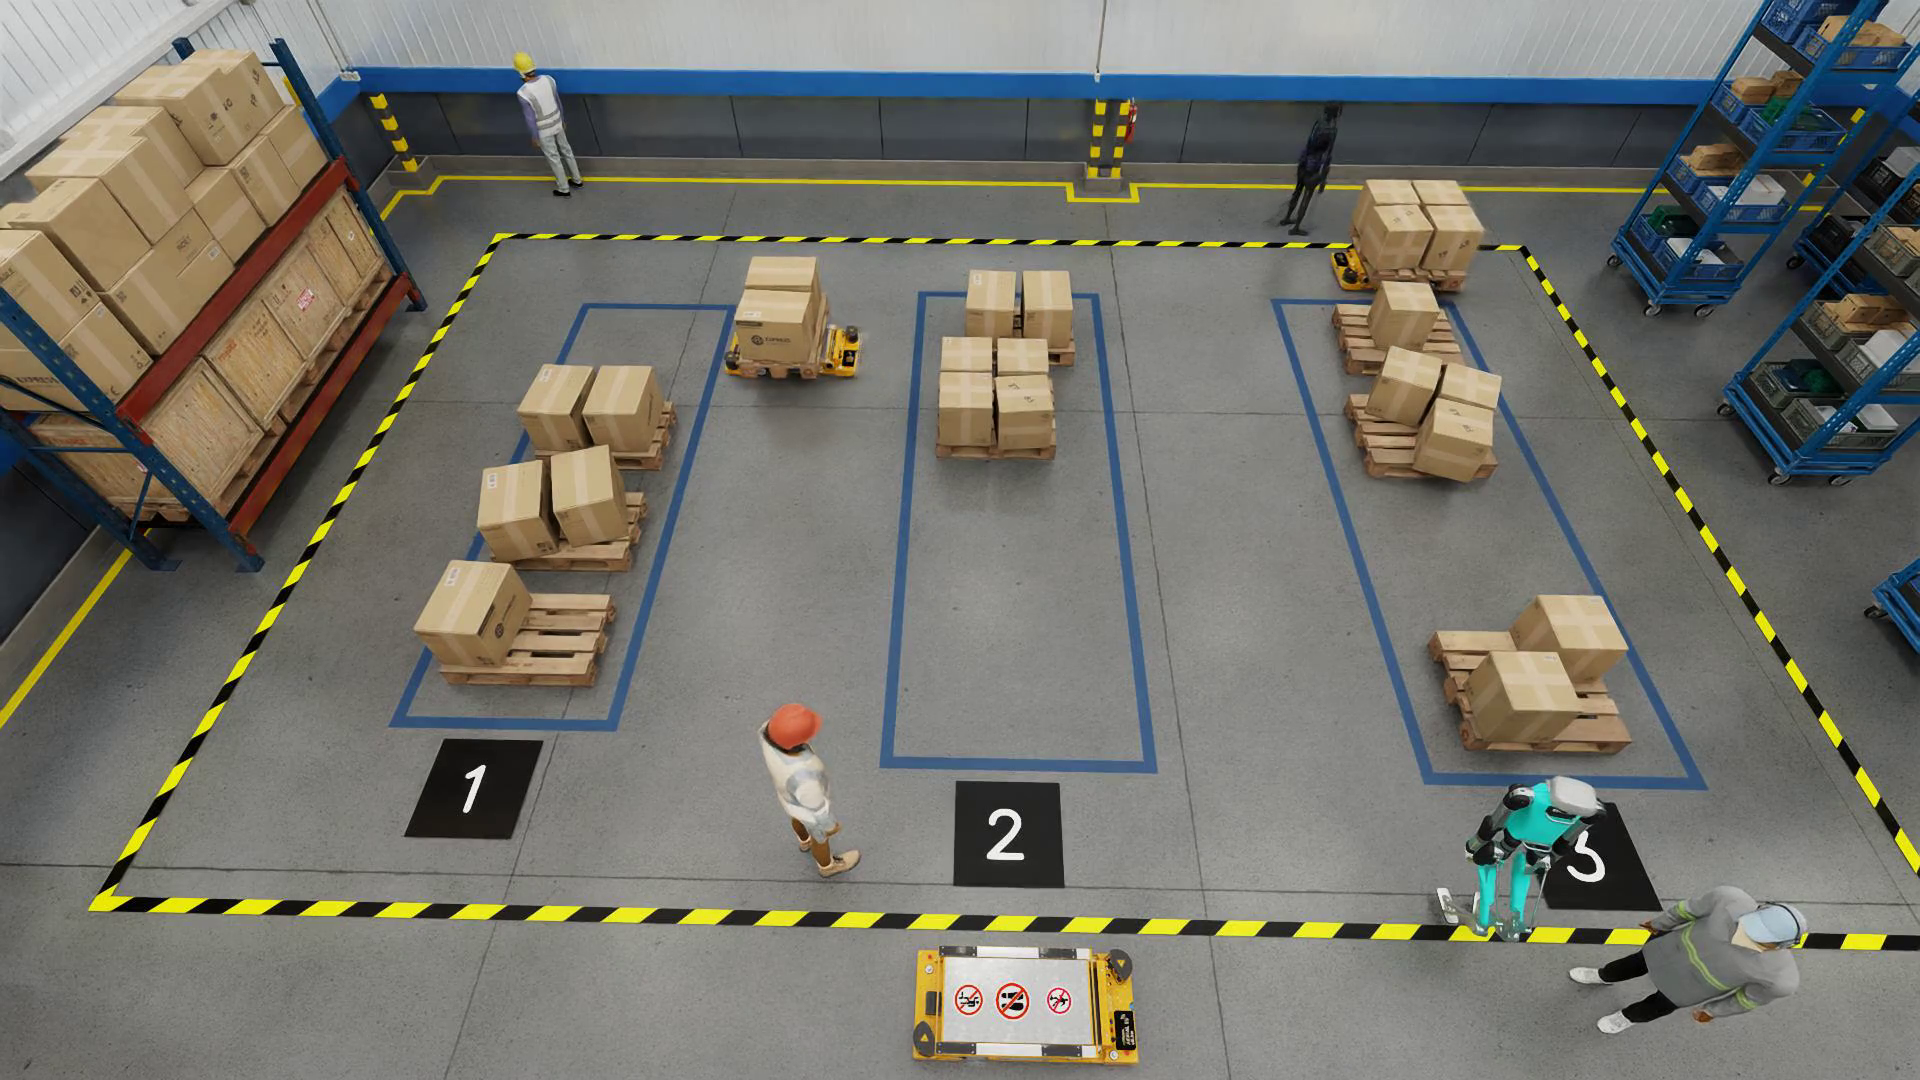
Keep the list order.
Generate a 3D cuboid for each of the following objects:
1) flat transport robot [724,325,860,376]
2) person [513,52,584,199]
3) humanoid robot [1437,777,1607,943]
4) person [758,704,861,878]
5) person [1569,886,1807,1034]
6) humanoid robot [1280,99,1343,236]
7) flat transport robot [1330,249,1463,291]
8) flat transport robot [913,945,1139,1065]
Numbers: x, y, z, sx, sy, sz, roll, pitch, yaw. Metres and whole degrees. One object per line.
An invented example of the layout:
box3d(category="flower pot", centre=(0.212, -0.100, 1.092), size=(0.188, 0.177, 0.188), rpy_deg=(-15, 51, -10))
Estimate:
box3d(category="flat transport robot", centre=(-1.859, -2.122, 10.197), size=(1.431, 0.197, 0.652), rpy_deg=(1, 51, 1))
box3d(category="person", centre=(-5.329, -5.332, 11.820), size=(0.404, 1.837, 0.589), rpy_deg=(21, 54, 16))
box3d(category="humanoid robot", centre=(3.480, 2.119, 5.727), size=(0.533, 1.672, 0.735), rpy_deg=(10, 51, 8))
box3d(category="person", centre=(-0.989, 1.650, 5.999), size=(0.378, 2.041, 0.603), rpy_deg=(-31, 57, -23))
box3d(category="person", centre=(4.290, 2.512, 5.416), size=(0.392, 1.850, 0.598), rpy_deg=(-6, 51, -5))
box3d(category="humanoid robot", centre=(4.365, -4.615, 11.329), size=(0.315, 1.657, 0.599), rpy_deg=(-7, 51, -6))
box3d(category="flat transport robot", centre=(5.327, -3.323, 11.177), size=(1.431, 0.197, 0.652), rpy_deg=(1, 51, 1))
box3d(category="flat transport robot", centre=(0.422, 3.041, 6.007), size=(1.431, 0.231, 0.659), rpy_deg=(1, 51, 1))
